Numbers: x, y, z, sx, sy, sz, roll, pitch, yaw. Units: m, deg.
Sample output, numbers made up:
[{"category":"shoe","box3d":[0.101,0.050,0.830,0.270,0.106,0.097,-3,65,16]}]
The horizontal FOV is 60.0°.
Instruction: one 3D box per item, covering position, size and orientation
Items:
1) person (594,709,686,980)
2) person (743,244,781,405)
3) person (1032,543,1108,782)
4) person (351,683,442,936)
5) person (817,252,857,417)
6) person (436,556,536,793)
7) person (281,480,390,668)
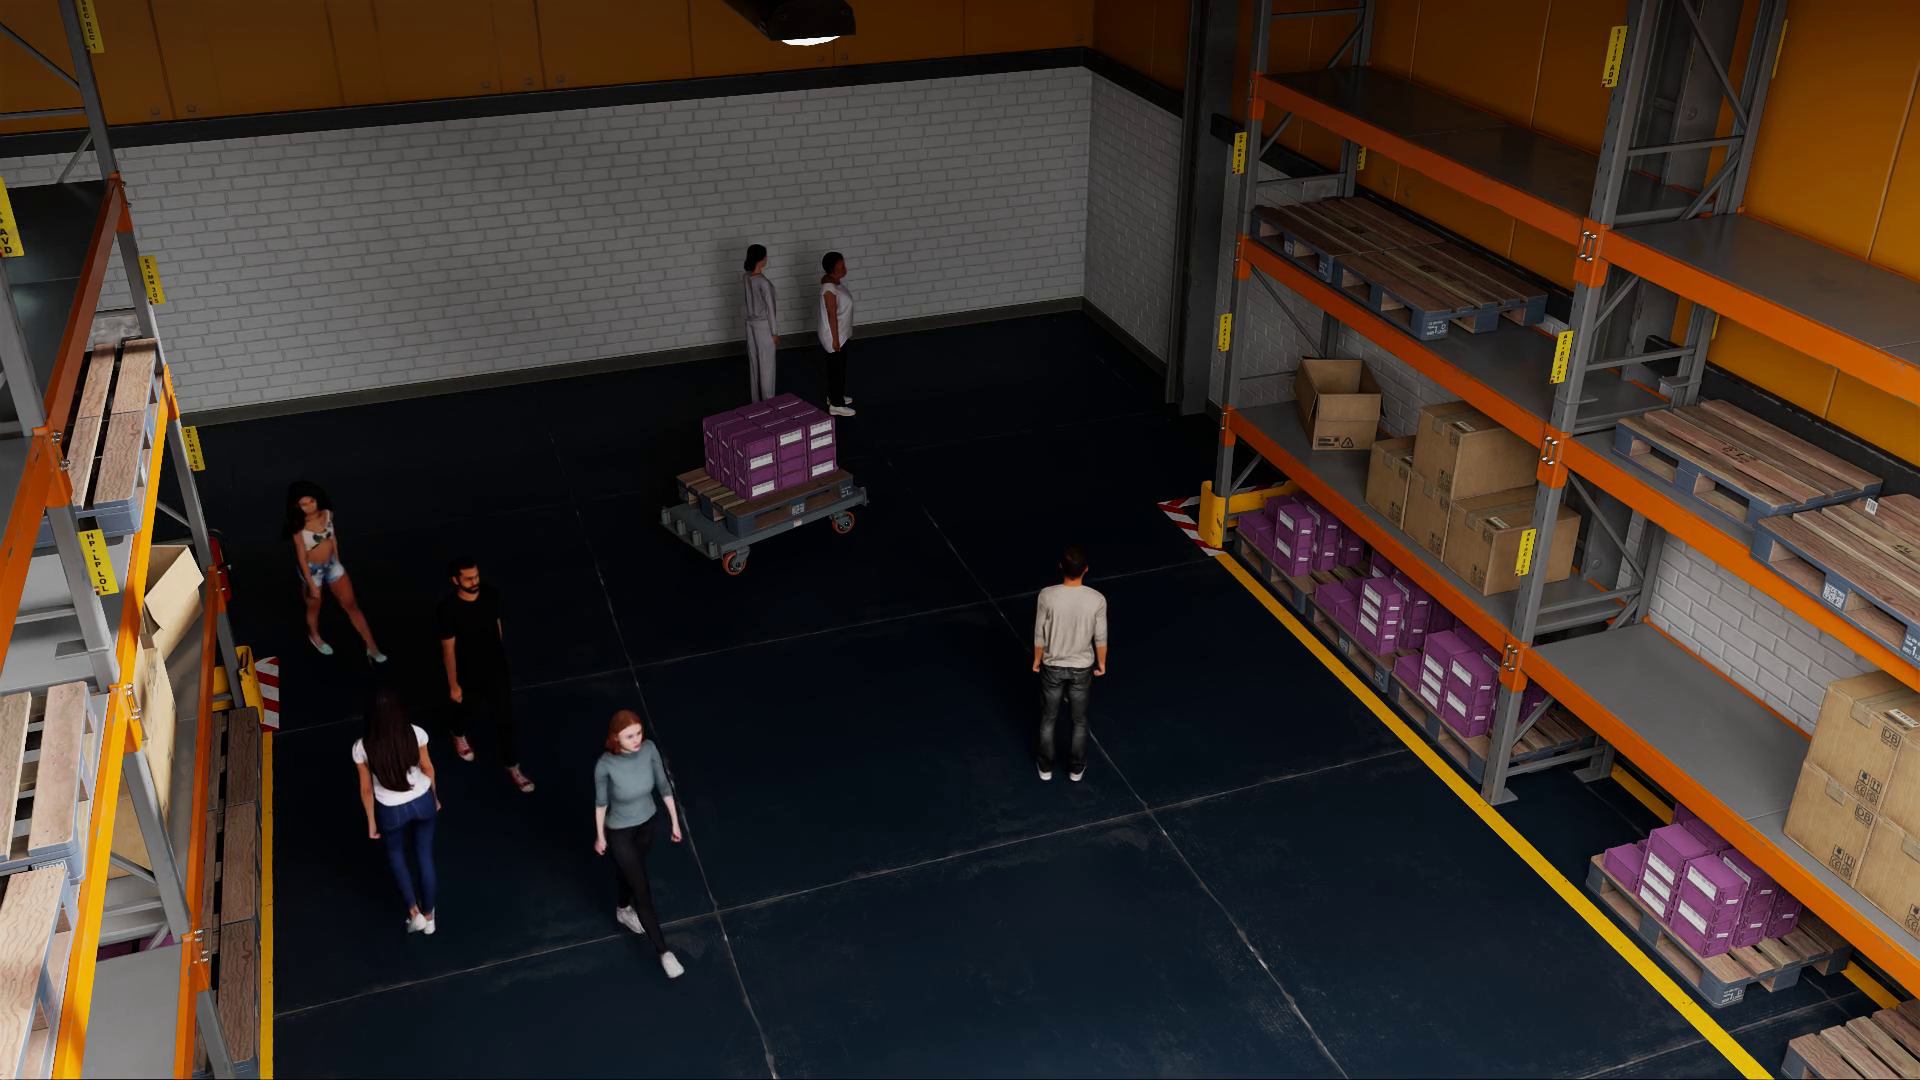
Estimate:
[{"category":"person","box3d":[-1.982,1.698,9.860,0.881,1.703,1.158,-22,36,-35]},{"category":"person","box3d":[-2.014,-2.124,16.791,0.723,1.776,0.599,-23,36,-35]},{"category":"person","box3d":[0.732,0.852,11.306,0.728,1.804,0.692,1,29,2]},{"category":"person","box3d":[-3.266,1.665,9.857,0.612,1.764,0.673,-13,31,-23]},{"category":"person","box3d":[-1.246,-2.114,16.865,0.771,1.688,0.618,-3,29,-6]},{"category":"person","box3d":[-3.342,0.865,11.354,1.235,1.736,0.981,25,37,38]},{"category":"person","box3d":[-4.904,0.267,12.619,1.086,1.575,0.981,14,32,24]}]
